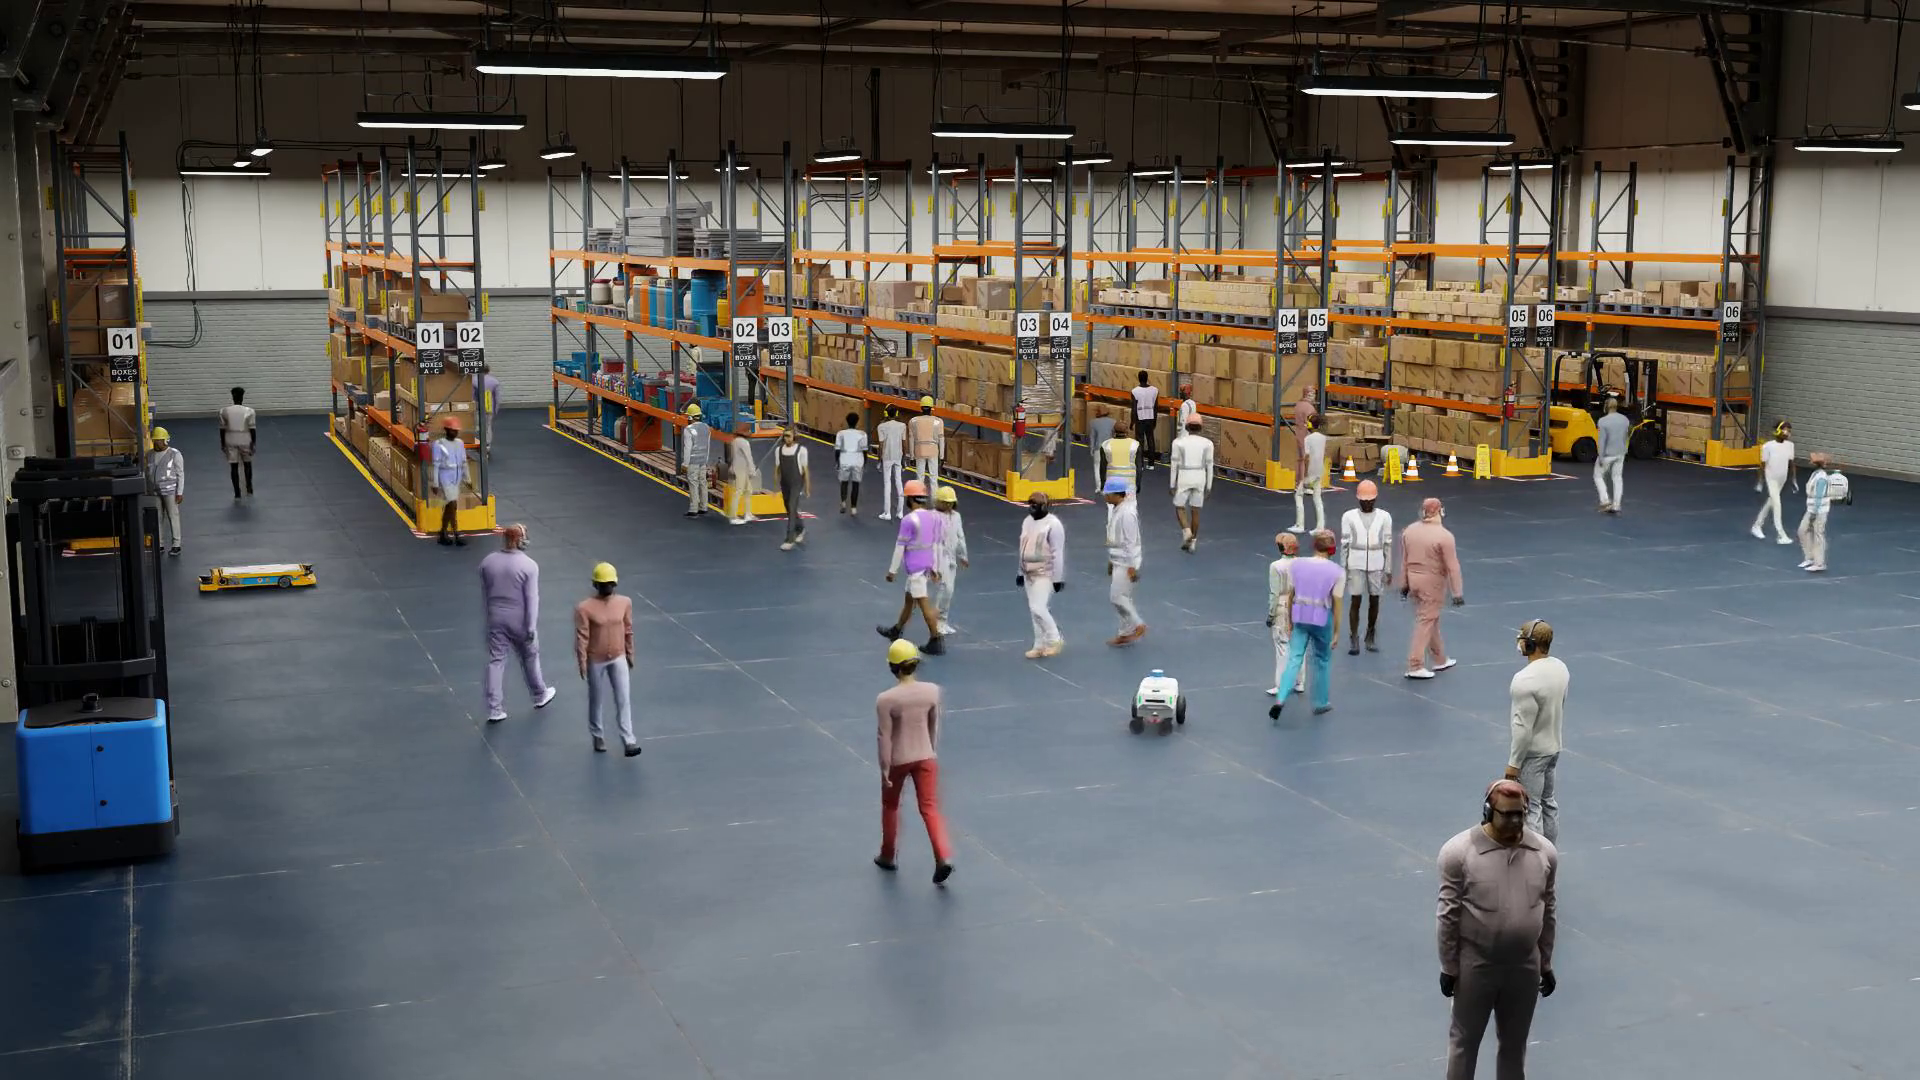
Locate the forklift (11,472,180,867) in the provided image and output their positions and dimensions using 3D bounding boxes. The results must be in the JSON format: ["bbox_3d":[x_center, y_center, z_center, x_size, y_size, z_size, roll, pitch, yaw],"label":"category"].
[{"bbox_3d":[-6.630,0.886,15.957,1.129,2.768,1.873,-3,9,-21],"label":"forklift"}]

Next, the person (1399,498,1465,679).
[{"bbox_3d":[4.983,0.493,21.793,0.895,1.858,0.709,-5,10,-31],"label":"person"}]

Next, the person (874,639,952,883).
[{"bbox_3d":[-0.350,1.572,15.019,0.520,1.736,0.836,-4,9,-26],"label":"person"}]

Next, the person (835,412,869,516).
[{"bbox_3d":[-1.747,-1.230,33.906,0.538,1.682,0.357,1,9,5],"label":"person"}]

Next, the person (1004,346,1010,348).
[{"bbox_3d":[1.096,-3.420,47.571,0.628,1.963,0.847,-3,9,-18],"label":"person"}]

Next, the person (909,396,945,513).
[{"bbox_3d":[-0.542,-1.385,34.120,0.587,1.927,0.369,1,9,4],"label":"person"}]

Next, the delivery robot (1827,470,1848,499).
[{"bbox_3d":[14.897,-0.946,35.577,0.477,0.478,0.707,3,9,21],"label":"delivery robot"}]

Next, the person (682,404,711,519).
[{"bbox_3d":[-4.262,-1.271,33.670,0.404,1.833,0.586,5,10,31],"label":"person"}]

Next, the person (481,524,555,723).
[{"bbox_3d":[-4.240,0.767,20.020,0.661,1.852,0.998,2,9,16],"label":"person"}]

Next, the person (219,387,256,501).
[{"bbox_3d":[-12.416,-1.672,36.048,0.617,1.923,0.934,-2,9,-16],"label":"person"}]

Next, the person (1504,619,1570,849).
[{"bbox_3d":[4.040,1.512,14.763,0.372,1.940,0.631,7,11,40],"label":"person"}]

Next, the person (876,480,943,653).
[{"bbox_3d":[-0.558,0.282,23.132,0.975,1.887,0.549,5,10,30],"label":"person"}]

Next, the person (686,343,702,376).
[{"bbox_3d":[-6.929,-4.414,54.612,0.404,1.836,0.597,1,9,4],"label":"person"}]

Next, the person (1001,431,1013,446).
[{"bbox_3d":[0.975,-2.514,41.842,0.683,1.880,0.975,0,9,1],"label":"person"}]

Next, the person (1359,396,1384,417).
[{"bbox_3d":[9.258,-3.193,47.049,0.545,1.645,0.862,-3,9,-17],"label":"person"}]

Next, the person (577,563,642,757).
[{"bbox_3d":[-3.090,1.063,18.433,0.549,1.719,0.900,-4,9,-26],"label":"person"}]

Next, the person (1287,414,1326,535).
[{"bbox_3d":[5.282,-0.995,31.834,0.540,1.832,0.771,-7,11,-39],"label":"person"}]

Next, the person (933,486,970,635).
[{"bbox_3d":[-0.153,0.232,24.010,0.427,1.723,0.497,7,11,38],"label":"person"}]

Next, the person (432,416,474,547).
[{"bbox_3d":[-7.366,-0.853,30.643,0.875,1.899,0.544,5,10,32],"label":"person"}]

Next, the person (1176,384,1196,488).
[{"bbox_3d":[4.037,-1.839,37.293,0.349,1.882,0.577,4,9,23],"label":"person"}]

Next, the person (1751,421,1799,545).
[{"bbox_3d":[12.121,-0.875,31.162,0.488,1.811,1.043,-2,9,-16],"label":"person"}]

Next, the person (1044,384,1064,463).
[{"bbox_3d":[1.861,-2.493,41.415,0.638,1.948,0.934,-5,10,-28],"label":"person"}]

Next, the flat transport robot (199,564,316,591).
[{"bbox_3d":[-9.181,0.476,27.349,1.431,0.197,0.652,-3,9,-21],"label":"flat transport robot"}]

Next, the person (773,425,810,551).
[{"bbox_3d":[-2.439,-0.799,30.640,0.525,1.814,0.919,4,9,23],"label":"person"}]

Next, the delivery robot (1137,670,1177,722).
[{"bbox_3d":[1.845,1.457,19.558,0.477,0.478,0.707,1,9,9],"label":"delivery robot"}]

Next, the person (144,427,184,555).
[{"bbox_3d":[-11.361,-0.698,29.851,0.601,1.831,0.404,2,9,11],"label":"person"}]

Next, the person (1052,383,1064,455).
[{"bbox_3d":[1.818,-2.700,43.096,0.591,1.856,0.736,-5,10,-28],"label":"person"}]

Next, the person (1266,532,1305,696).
[{"bbox_3d":[3.268,0.739,20.916,0.523,1.638,0.310,-6,11,-36],"label":"person"}]

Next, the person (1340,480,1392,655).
[{"bbox_3d":[4.458,0.287,23.079,0.579,1.931,0.632,1,9,4],"label":"person"}]

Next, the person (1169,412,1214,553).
[{"bbox_3d":[3.315,-0.823,30.026,0.648,2.031,0.467,-1,9,-5],"label":"person"}]

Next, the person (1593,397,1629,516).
[{"bbox_3d":[10.557,-1.355,33.954,0.647,1.924,0.476,-3,9,-21],"label":"person"}]

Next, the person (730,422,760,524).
[{"bbox_3d":[-3.358,-1.054,32.981,0.664,1.611,0.520,-3,9,-21],"label":"person"}]

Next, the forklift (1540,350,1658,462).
[{"bbox_3d":[12.897,-2.725,42.309,2.313,2.155,1.214,-3,9,-21],"label":"forklift"}]

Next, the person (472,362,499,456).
[{"bbox_3d":[-9.719,-2.680,42.776,0.647,1.920,0.492,-5,10,-29],"label":"person"}]

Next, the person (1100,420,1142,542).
[{"bbox_3d":[2.362,-0.835,30.736,0.619,1.845,0.430,1,9,4],"label":"person"}]

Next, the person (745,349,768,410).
[{"bbox_3d":[-5.194,-4.346,53.622,0.683,2.000,0.536,2,9,13],"label":"person"}]

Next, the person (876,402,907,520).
[{"bbox_3d":[-1.099,-1.267,33.505,0.514,1.876,0.328,-4,9,-25],"label":"person"}]

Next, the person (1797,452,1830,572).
[{"bbox_3d":[11.558,-0.382,28.405,0.454,1.620,0.546,2,9,12],"label":"person"}]

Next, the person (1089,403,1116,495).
[{"bbox_3d":[2.497,-1.577,36.437,0.528,1.609,0.656,0,9,-2],"label":"person"}]

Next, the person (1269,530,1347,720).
[{"bbox_3d":[3.332,0.819,19.888,0.613,1.800,0.891,5,10,30],"label":"person"}]

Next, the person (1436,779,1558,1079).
[{"bbox_3d":[2.735,2.148,10.635,0.643,1.908,0.411,-1,9,-9],"label":"person"}]

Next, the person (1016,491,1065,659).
[{"bbox_3d":[0.852,0.379,22.668,0.432,1.832,0.622,-5,10,-31],"label":"person"}]

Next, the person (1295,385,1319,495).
[{"bbox_3d":[6.082,-1.755,36.663,0.403,1.904,0.651,-1,9,-9],"label":"person"}]

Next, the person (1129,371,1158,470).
[{"bbox_3d":[3.541,-2.297,40.249,0.587,1.914,0.392,-4,9,-24],"label":"person"}]

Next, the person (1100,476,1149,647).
[{"bbox_3d":[1.776,0.252,23.215,0.469,1.925,0.672,-2,9,-11],"label":"person"}]
